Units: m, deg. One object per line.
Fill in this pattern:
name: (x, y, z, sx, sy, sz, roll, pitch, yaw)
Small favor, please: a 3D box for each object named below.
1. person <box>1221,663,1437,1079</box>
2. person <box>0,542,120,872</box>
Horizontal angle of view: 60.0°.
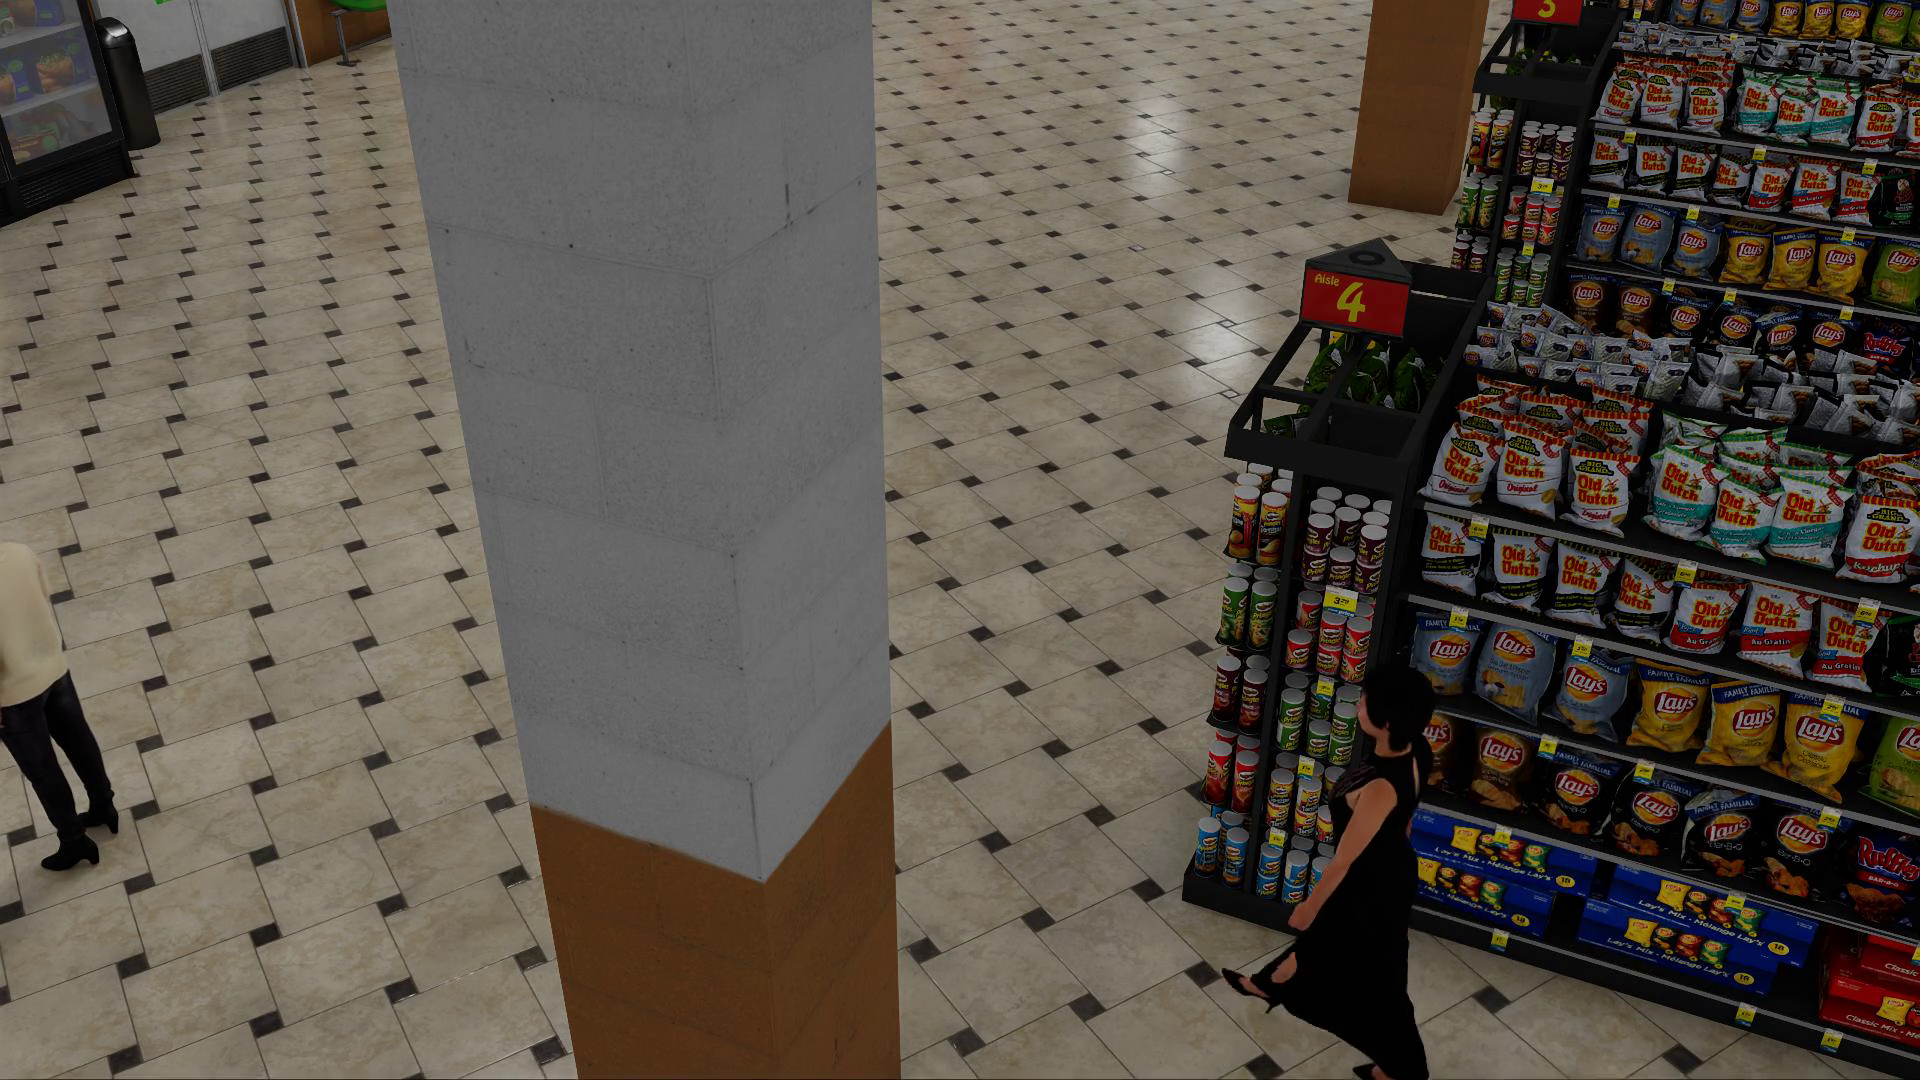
person: (1.331, 1.098, 5.043, 0.947, 1.571, 0.604, 14, 35, 21)
person: (-3.355, 0.509, 5.973, 0.570, 1.589, 0.640, 5, 32, 8)
